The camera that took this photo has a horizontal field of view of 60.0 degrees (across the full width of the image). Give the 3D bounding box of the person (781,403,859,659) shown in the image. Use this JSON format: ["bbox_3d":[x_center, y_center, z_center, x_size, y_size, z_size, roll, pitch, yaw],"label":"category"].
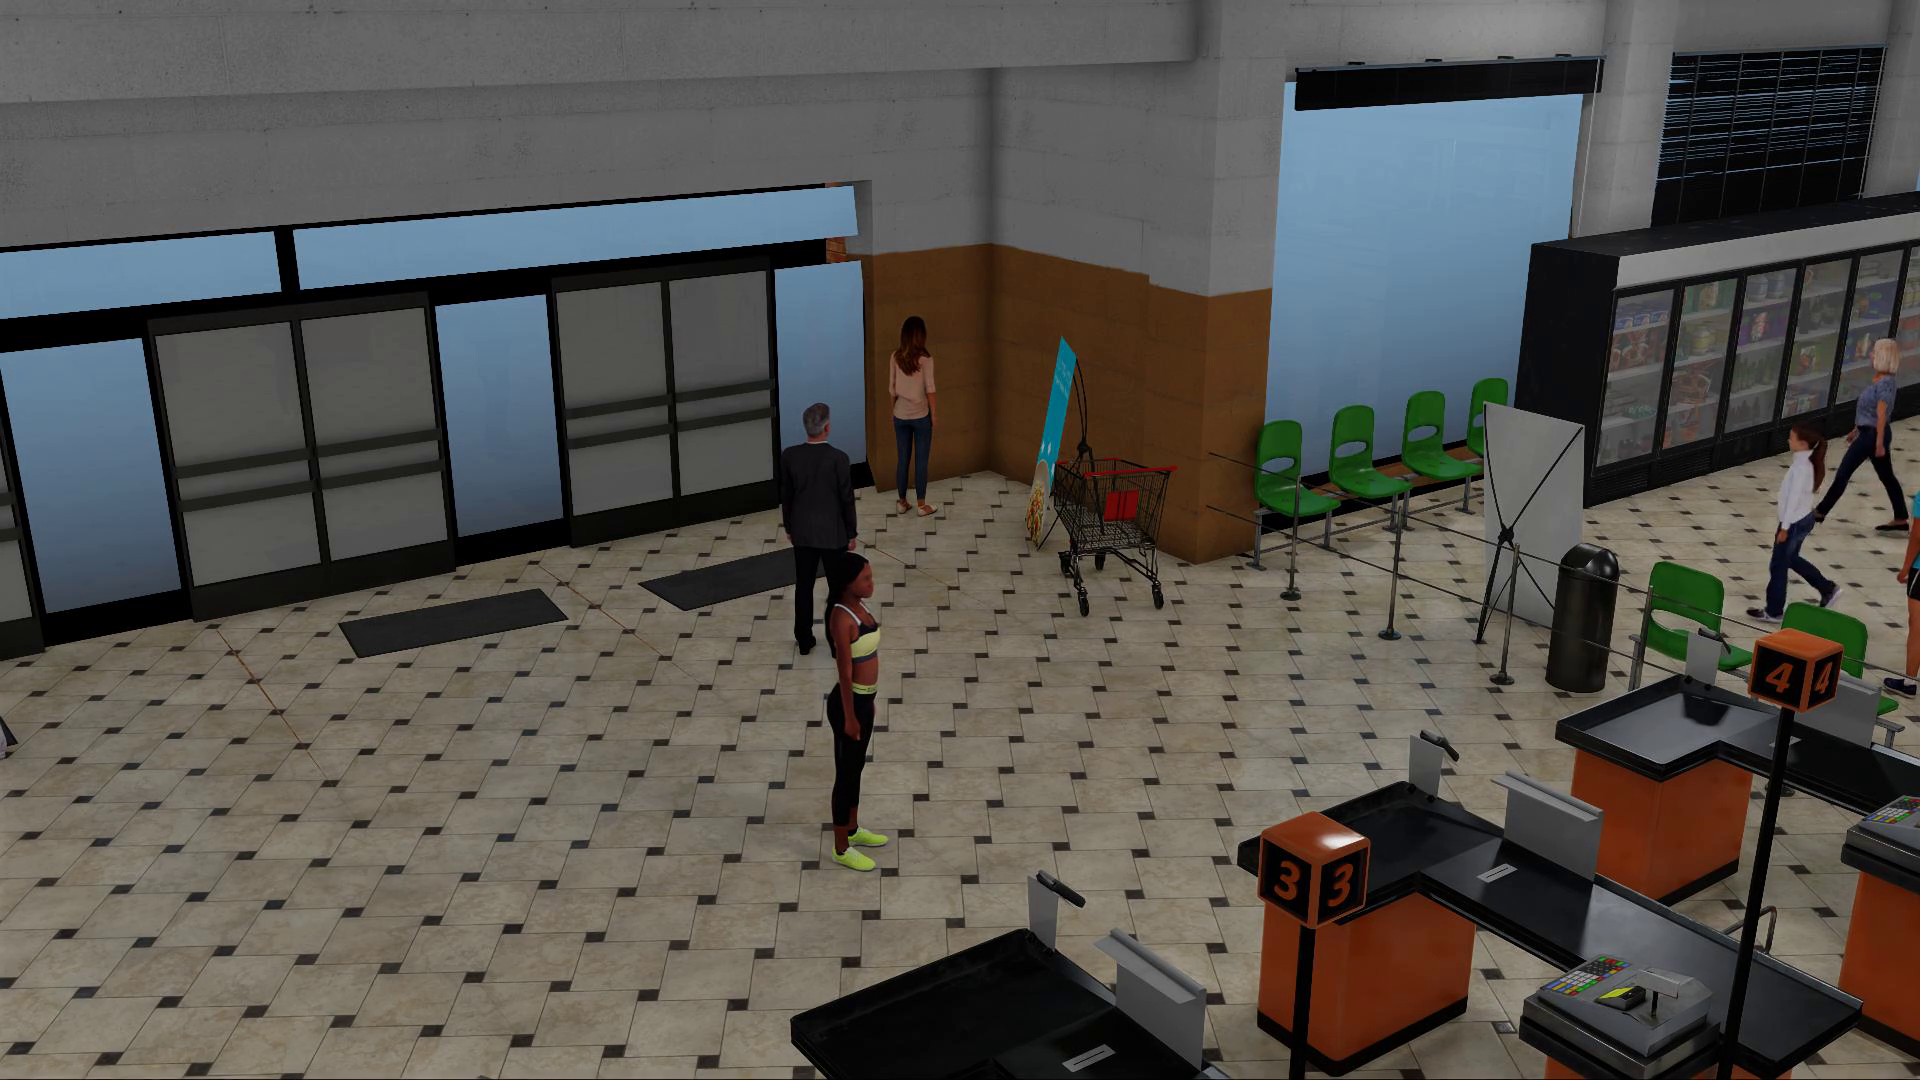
[{"bbox_3d":[-0.978,-0.071,11.670,0.776,1.842,0.863,5,19,15],"label":"person"}]

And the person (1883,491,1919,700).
[{"bbox_3d":[6.480,0.196,10.978,0.694,1.777,0.729,1,19,4],"label":"person"}]

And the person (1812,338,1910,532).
[{"bbox_3d":[7.918,-0.850,14.240,1.191,1.675,0.850,13,22,33],"label":"person"}]

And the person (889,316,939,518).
[{"bbox_3d":[-0.425,-1.103,14.811,0.620,1.790,0.734,9,20,24],"label":"person"}]

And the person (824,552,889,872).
[{"bbox_3d":[-0.588,0.899,8.928,0.696,1.755,0.640,4,19,11],"label":"person"}]

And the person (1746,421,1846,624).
[{"bbox_3d":[6.222,-0.102,12.226,0.909,1.544,0.702,13,22,33],"label":"person"}]
